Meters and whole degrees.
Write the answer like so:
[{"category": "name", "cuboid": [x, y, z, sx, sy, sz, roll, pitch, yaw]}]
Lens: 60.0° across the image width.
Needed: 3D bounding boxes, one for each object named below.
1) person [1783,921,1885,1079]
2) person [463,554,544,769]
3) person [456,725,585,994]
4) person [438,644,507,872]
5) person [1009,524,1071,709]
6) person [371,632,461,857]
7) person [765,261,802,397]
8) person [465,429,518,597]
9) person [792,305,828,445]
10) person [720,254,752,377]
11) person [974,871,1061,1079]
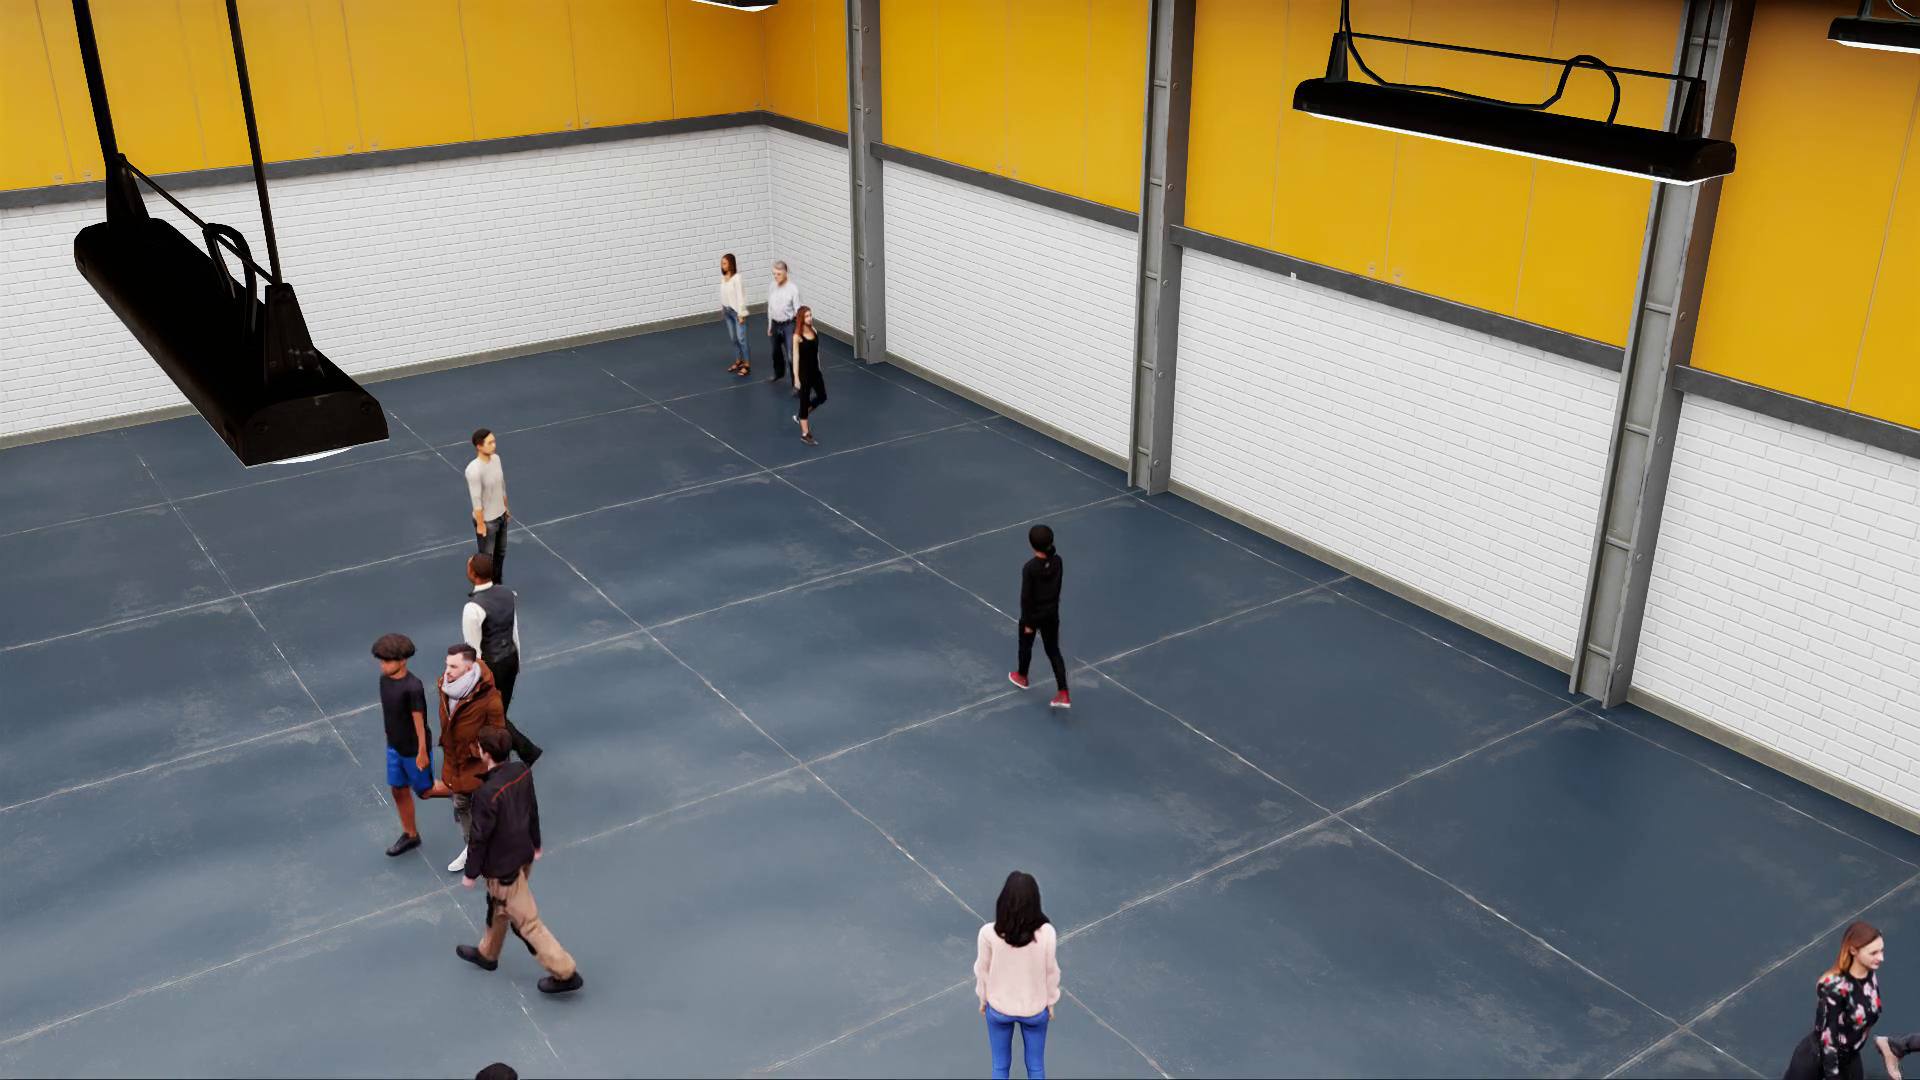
[{"category": "person", "cuboid": [4.746, 2.813, 9.241, 0.689, 1.644, 1.119, -11, 26, -23]}, {"category": "person", "cuboid": [-3.590, 1.023, 13.016, 1.094, 1.902, 0.960, 11, 26, 24]}, {"category": "person", "cuboid": [-2.804, 2.093, 10.588, 1.307, 1.885, 1.190, 7, 24, 15]}, {"category": "person", "cuboid": [-3.474, 1.565, 11.852, 0.816, 1.839, 0.902, 11, 26, 23]}, {"category": "person", "cuboid": [0.745, 0.674, 14.142, 0.656, 1.638, 1.114, -13, 27, -28]}, {"category": "person", "cuboid": [-3.958, 1.456, 12.180, 0.998, 1.776, 0.891, 17, 29, 34]}, {"category": "person", "cuboid": [-2.294, -2.812, 21.915, 0.910, 1.800, 1.083, 14, 27, 28]}, {"category": "person", "cuboid": [-4.546, -0.226, 15.992, 0.769, 1.805, 0.723, 6, 24, 14]}, {"category": "person", "cuboid": [-1.911, -2.024, 20.215, 0.776, 1.717, 0.687, 18, 30, 36]}, {"category": "person", "cuboid": [-3.047, -3.097, 22.725, 0.718, 1.674, 0.543, -22, 32, -40]}, {"category": "person", "cuboid": [0.324, 2.659, 9.437, 0.716, 1.769, 0.765, 3, 24, 6]}]
